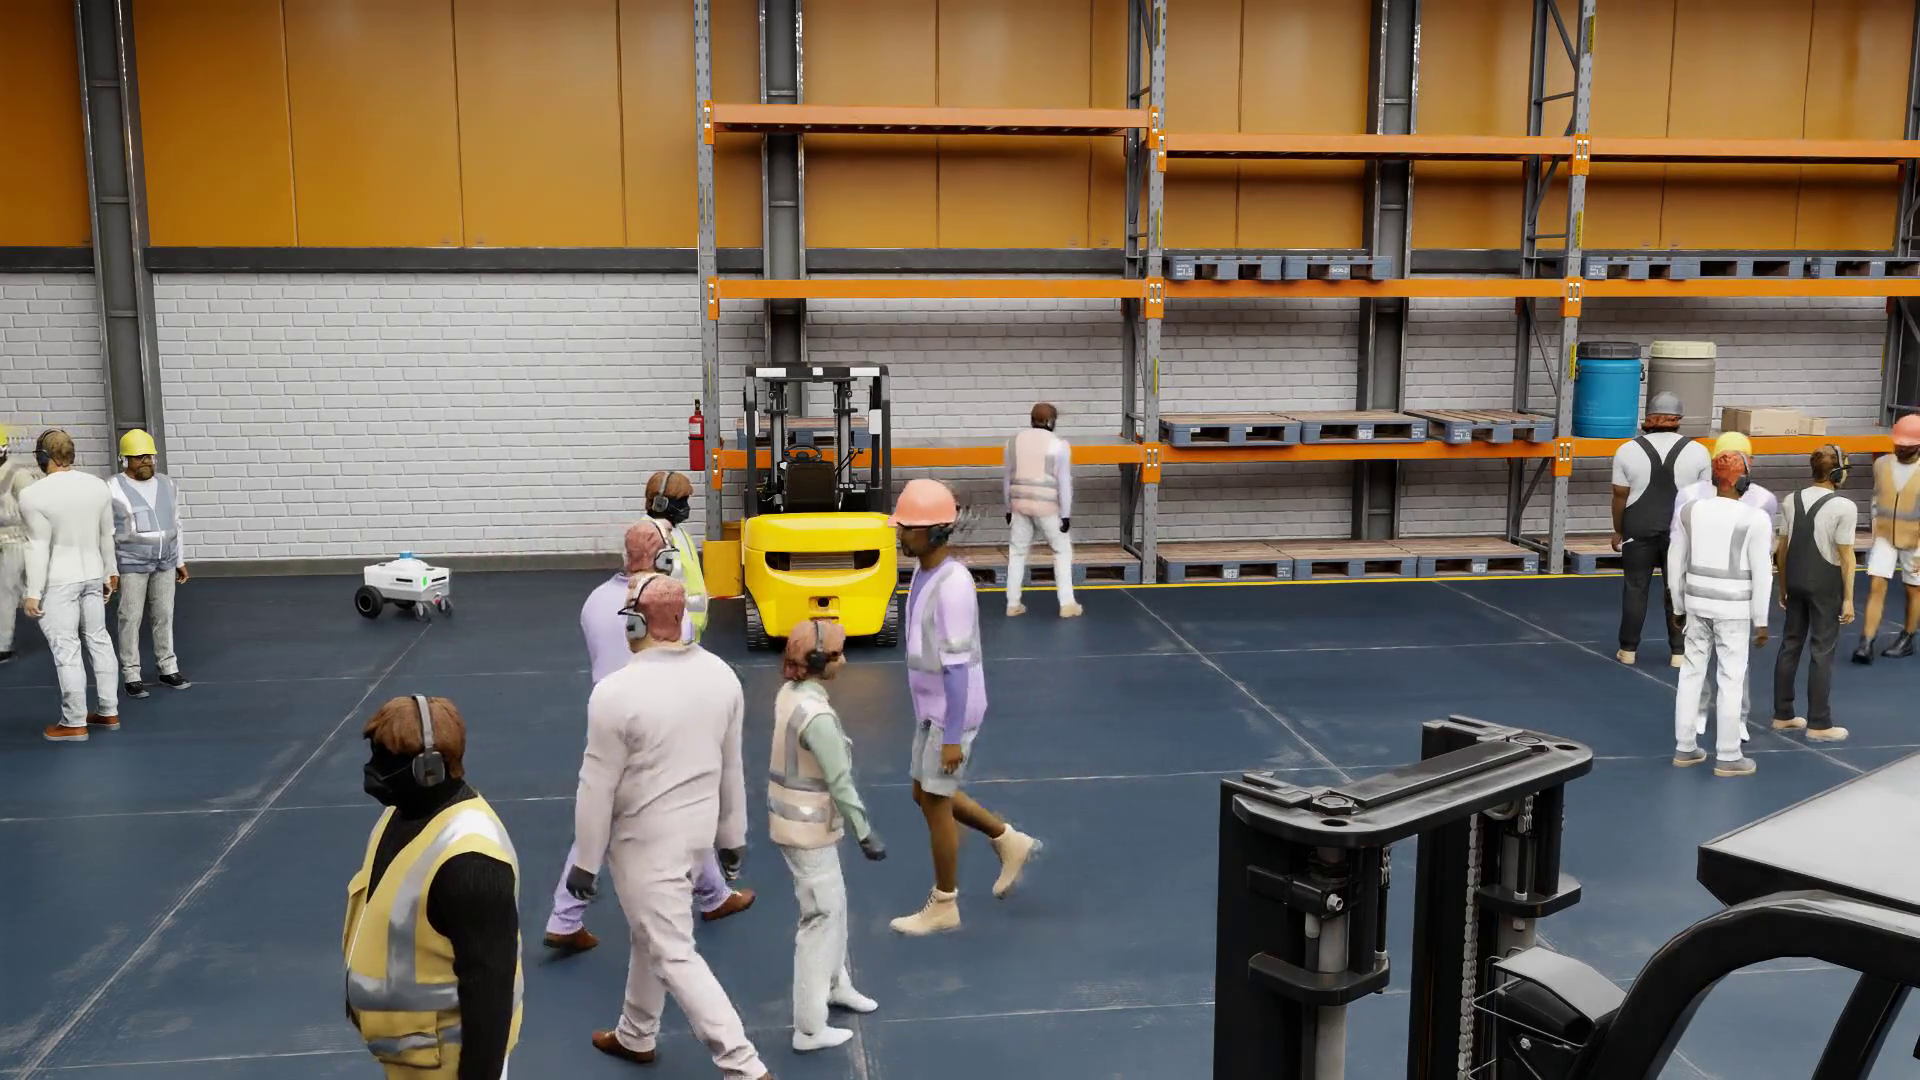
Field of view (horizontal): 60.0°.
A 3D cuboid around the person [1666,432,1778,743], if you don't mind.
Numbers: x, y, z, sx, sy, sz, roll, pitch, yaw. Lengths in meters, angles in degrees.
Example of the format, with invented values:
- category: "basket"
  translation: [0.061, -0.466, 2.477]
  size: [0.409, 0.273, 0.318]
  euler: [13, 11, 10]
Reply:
- category: "person"
  translation: [4.730, 0.278, 10.364]
  size: [0.607, 1.917, 0.449]
  euler: [4, 10, 24]

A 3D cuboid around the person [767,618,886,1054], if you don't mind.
- category: "person"
  translation: [-0.512, 1.091, 6.226]
  size: [0.414, 1.623, 0.523]
  euler: [-2, 9, -12]

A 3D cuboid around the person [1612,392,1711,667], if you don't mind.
- category: "person"
  translation: [5.159, -0.091, 12.290]
  size: [0.673, 2.000, 0.535]
  euler: [4, 10, 21]

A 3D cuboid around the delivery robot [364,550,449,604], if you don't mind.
- category: "delivery robot"
  translation: [-4.649, 0.331, 13.984]
  size: [0.707, 0.478, 0.477]
  euler: [4, 10, 24]

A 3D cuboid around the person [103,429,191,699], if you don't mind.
- category: "person"
  translation: [-5.584, 0.154, 11.409]
  size: [0.404, 1.833, 0.590]
  euler: [6, 11, 32]

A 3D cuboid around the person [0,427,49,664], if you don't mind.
- category: "person"
  translation: [-7.090, 0.002, 12.471]
  size: [0.598, 1.805, 0.793]
  euler: [5, 10, 27]

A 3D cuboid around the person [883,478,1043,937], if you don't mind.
- category: "person"
  translation: [0.000, 0.727, 7.260]
  size: [0.672, 2.028, 0.620]
  euler: [-3, 9, -15]

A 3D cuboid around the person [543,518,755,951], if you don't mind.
- category: "person"
  translation: [-1.387, 0.831, 7.154]
  size: [0.638, 1.857, 1.018]
  euler: [7, 11, 36]

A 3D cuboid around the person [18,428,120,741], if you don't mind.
- category: "person"
  translation: [-5.518, 0.277, 10.313]
  size: [0.353, 1.937, 0.635]
  euler: [3, 10, 19]

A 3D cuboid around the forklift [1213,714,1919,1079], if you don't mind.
- category: "forklift"
  translation: [1.441, 1.425, 2.350]
  size: [1.214, 2.155, 2.313]
  euler: [-7, 12, -39]

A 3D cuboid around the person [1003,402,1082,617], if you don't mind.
- category: "person"
  translation: [0.651, -0.252, 14.019]
  size: [0.649, 1.818, 0.440]
  euler: [5, 10, 27]

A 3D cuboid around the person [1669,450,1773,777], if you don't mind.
- category: "person"
  translation: [4.387, 0.416, 9.608]
  size: [0.337, 1.882, 0.584]
  euler: [-7, 11, -35]

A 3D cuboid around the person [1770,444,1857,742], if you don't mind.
- category: "person"
  translation: [5.303, 0.324, 10.308]
  size: [0.325, 1.843, 0.517]
  euler: [-4, 10, -24]

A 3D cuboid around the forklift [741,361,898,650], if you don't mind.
- category: "forklift"
  translation: [-1.154, -0.340, 13.365]
  size: [1.214, 2.155, 2.313]
  euler: [-1, 9, -7]

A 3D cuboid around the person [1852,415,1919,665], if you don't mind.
- category: "person"
  translation: [6.896, 0.009, 12.216]
  size: [0.968, 1.862, 0.548]
  euler: [-7, 11, -37]

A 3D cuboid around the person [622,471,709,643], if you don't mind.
- category: "person"
  translation: [-1.569, 0.541, 8.979]
  size: [0.429, 1.841, 0.621]
  euler: [1, 9, 7]

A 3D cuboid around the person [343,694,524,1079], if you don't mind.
- category: "person"
  translation: [-1.342, 1.294, 4.267]
  size: [0.430, 1.845, 0.624]
  euler: [-6, 11, -33]

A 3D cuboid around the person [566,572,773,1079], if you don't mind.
- category: "person"
  translation: [-0.994, 1.041, 5.783]
  size: [0.957, 1.869, 0.637]
  euler: [6, 11, 32]
